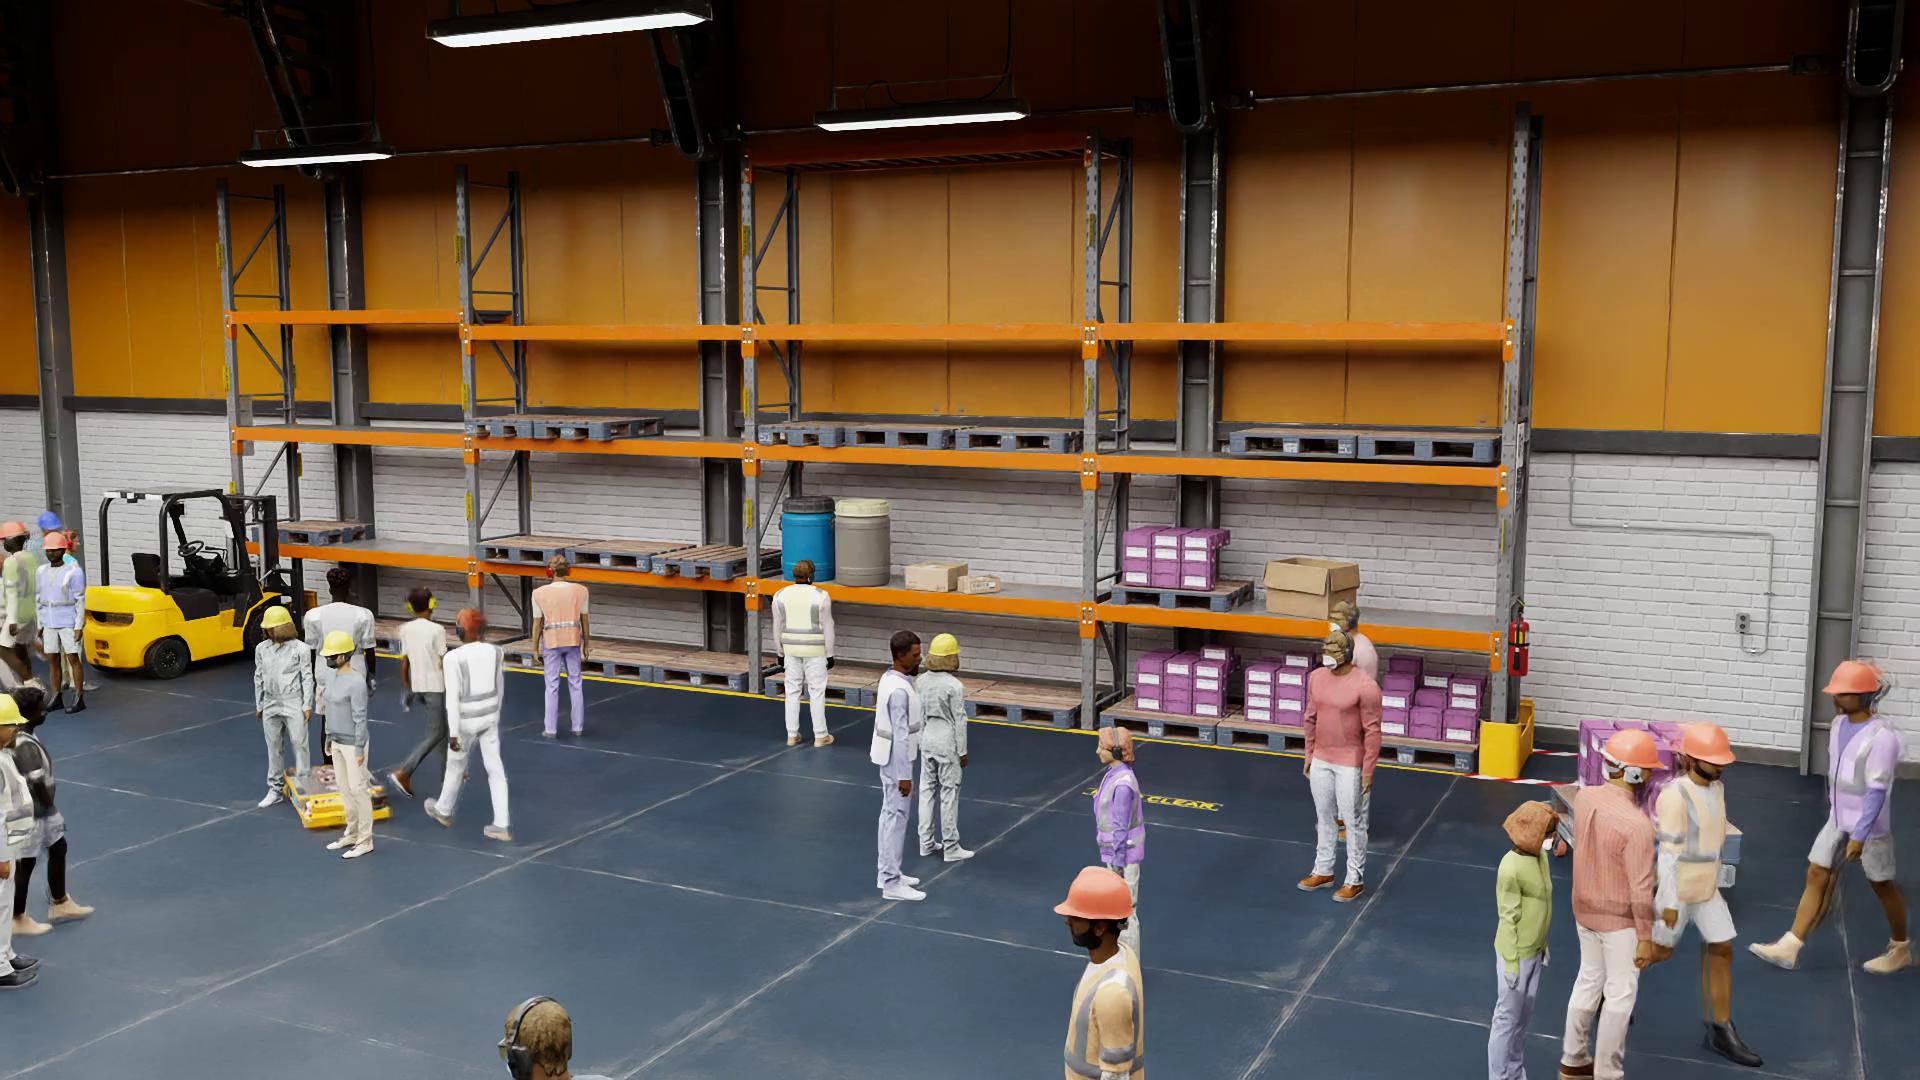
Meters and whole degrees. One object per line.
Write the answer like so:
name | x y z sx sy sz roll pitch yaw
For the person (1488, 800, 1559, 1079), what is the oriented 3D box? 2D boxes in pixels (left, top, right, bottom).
person | 2.910 2.137 8.568 0.281 1.633 0.499 5 9 38

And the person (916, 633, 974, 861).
person | -0.123 1.578 12.741 0.487 1.744 0.297 6 9 41

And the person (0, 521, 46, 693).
person | -10.198 0.802 18.010 0.435 2.019 0.632 -1 7 -5

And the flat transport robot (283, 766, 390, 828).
flat transport robot | -5.327 2.138 14.142 0.652 0.197 1.431 -4 8 -29

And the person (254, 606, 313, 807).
person | -5.744 1.415 14.111 0.492 1.736 0.328 0 7 4

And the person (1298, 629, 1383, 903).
person | 2.698 1.590 11.838 0.354 1.938 0.636 -5 9 -37

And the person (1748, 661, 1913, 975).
person | 5.524 1.744 10.350 1.040 1.989 0.628 -1 7 -5

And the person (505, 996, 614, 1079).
person | -1.291 2.391 5.274 0.374 1.930 0.637 4 8 27

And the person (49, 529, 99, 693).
person | -10.043 0.800 18.741 0.571 1.844 0.376 5 9 38

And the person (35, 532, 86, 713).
person | -9.582 0.879 17.697 0.545 1.942 0.351 1 7 7

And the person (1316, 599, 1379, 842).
person | 3.095 1.425 13.250 0.366 1.932 0.632 -2 7 -15

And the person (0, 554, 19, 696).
person | -10.617 0.962 18.395 0.561 1.605 0.574 4 8 29

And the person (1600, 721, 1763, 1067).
person | 4.044 1.916 9.353 0.542 1.896 0.946 -5 8 -34

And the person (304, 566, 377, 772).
person | -5.537 1.213 14.903 0.599 1.959 0.378 -2 7 -17

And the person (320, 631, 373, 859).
person | -4.741 1.562 12.816 0.524 1.761 0.342 6 9 43

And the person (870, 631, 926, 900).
person | -0.452 1.596 11.886 0.375 1.914 0.592 -1 7 -8

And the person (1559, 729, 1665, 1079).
person | 3.417 1.955 8.672 0.411 1.980 0.625 -2 7 -12

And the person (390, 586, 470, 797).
person | -4.667 1.316 14.585 0.538 1.824 0.846 4 8 33

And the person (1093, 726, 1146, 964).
person | 0.975 1.943 10.196 0.316 1.629 0.509 0 7 -2

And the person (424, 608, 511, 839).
person | -3.946 1.453 13.384 0.989 1.829 0.608 6 9 39

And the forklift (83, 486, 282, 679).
forklift | -9.426 0.454 20.179 1.214 2.155 2.313 3 8 26

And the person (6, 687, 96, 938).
person | -6.085 1.808 11.115 0.613 1.680 0.543 -4 8 -27

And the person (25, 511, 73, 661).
person | -11.110 0.588 20.259 0.836 1.917 0.635 3 7 20

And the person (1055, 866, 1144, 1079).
person | 0.547 2.231 6.542 0.361 1.939 0.543 1 7 5

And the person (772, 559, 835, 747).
person | -1.509 1.102 16.271 0.622 1.844 0.429 2 7 15

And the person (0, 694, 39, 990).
person | -5.905 1.846 10.217 0.403 1.821 0.601 -4 8 -31

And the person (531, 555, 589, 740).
person | -3.961 1.072 16.537 0.560 1.837 0.391 -3 8 -25
